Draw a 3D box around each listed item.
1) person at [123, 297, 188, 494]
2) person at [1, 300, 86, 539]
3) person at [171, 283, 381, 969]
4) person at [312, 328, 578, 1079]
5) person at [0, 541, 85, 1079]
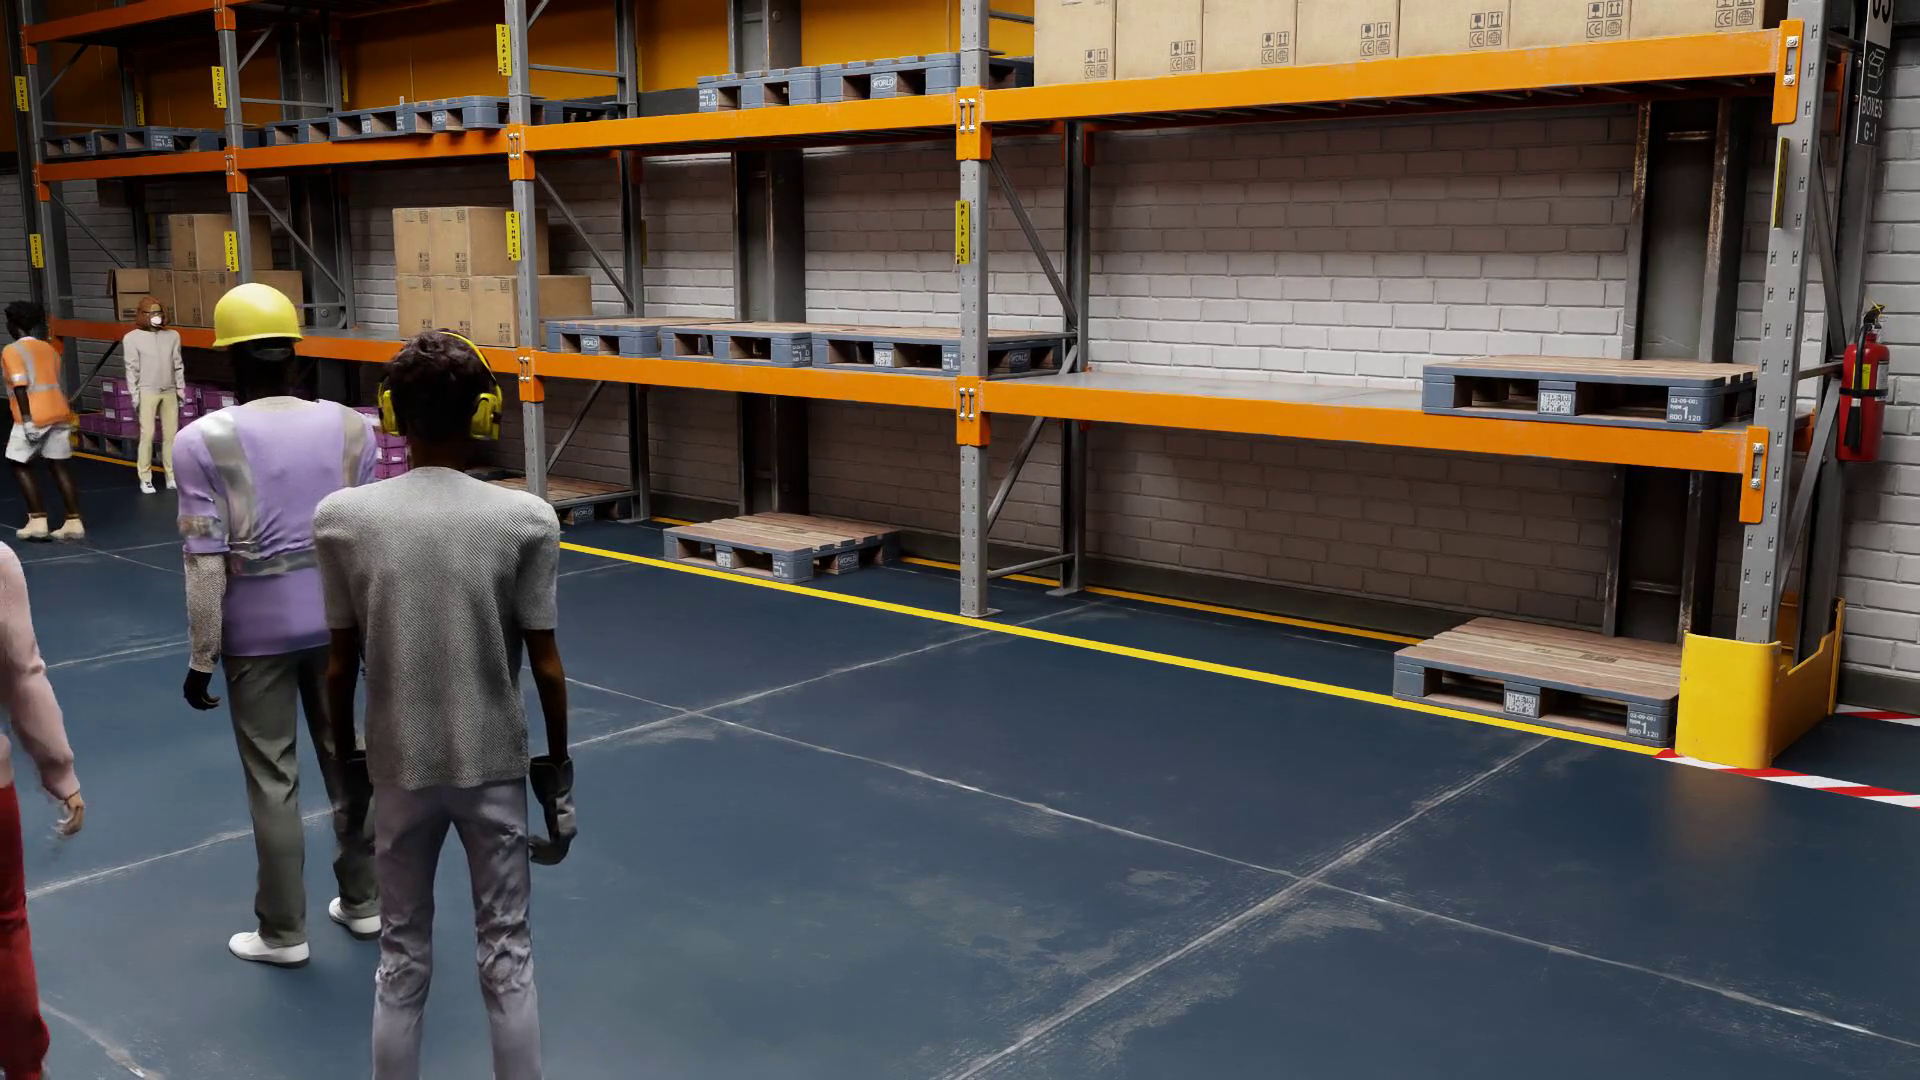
[{"bbox_3d":[-6.665,-1.199,13.807,0.286,1.621,0.500,6,12,32],"label":"person"},{"bbox_3d":[-6.335,-0.818,11.502,0.508,1.652,0.548,2,10,10],"label":"person"},{"bbox_3d":[-1.920,0.245,4.714,0.382,1.922,0.594,8,13,37],"label":"person"},{"bbox_3d":[-1.053,0.500,3.461,0.501,1.860,0.312,-1,10,-7],"label":"person"},{"bbox_3d":[-2.235,0.549,3.585,0.598,1.717,0.748,-4,11,-23],"label":"person"}]
